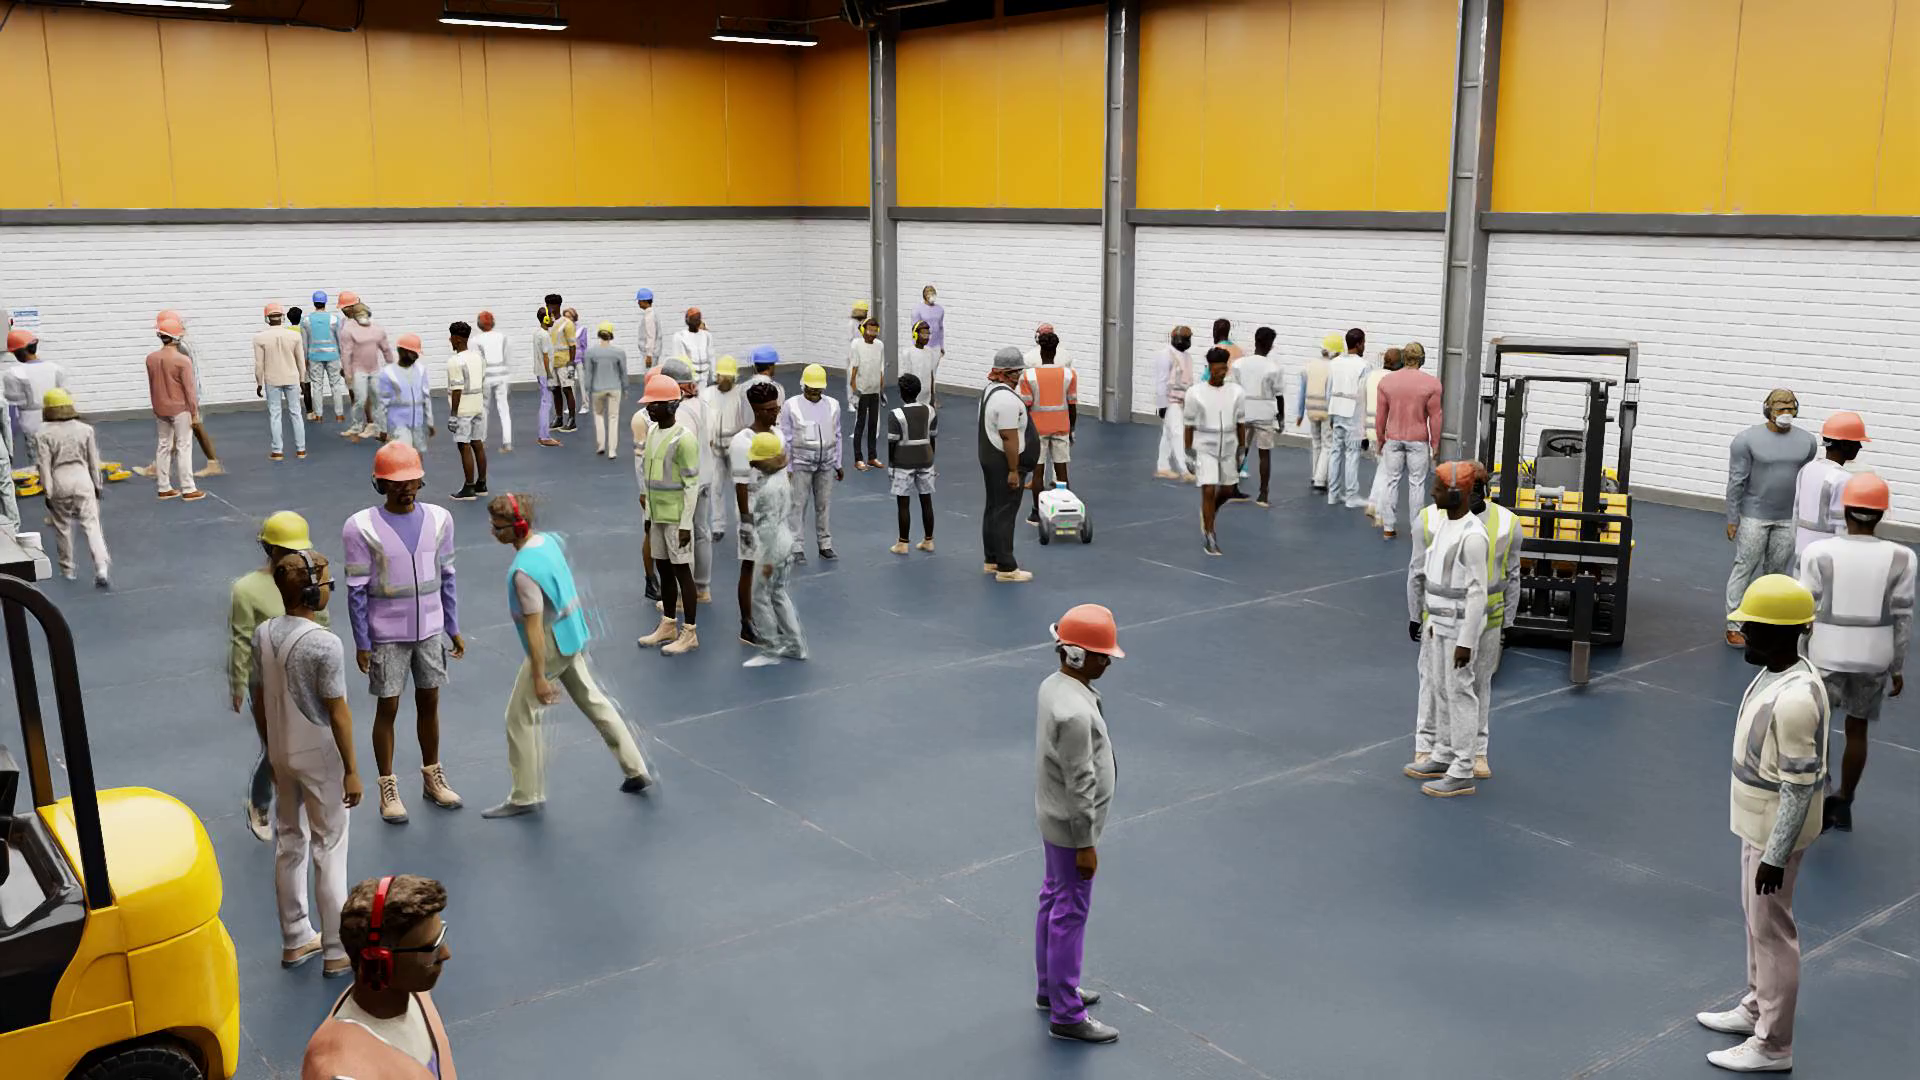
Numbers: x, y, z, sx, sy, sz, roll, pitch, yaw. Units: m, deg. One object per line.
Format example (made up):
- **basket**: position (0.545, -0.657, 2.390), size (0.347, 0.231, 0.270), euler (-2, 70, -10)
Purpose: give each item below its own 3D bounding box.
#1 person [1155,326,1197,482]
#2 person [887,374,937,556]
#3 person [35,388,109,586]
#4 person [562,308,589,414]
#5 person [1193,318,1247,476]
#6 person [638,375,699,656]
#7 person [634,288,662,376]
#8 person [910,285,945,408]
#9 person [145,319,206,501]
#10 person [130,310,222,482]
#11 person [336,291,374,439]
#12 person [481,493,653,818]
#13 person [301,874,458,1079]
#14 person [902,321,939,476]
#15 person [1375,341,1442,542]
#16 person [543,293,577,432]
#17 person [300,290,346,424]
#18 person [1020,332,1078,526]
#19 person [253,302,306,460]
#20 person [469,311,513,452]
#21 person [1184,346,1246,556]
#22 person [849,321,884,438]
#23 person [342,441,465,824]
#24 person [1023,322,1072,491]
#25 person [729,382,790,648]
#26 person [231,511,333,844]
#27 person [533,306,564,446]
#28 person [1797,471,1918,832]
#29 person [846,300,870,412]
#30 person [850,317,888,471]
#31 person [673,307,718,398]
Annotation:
- **person**: position (2.634, -1.586, 19.439), size (0.788, 1.810, 0.645), euler (8, 14, 34)
- **person**: position (-0.445, -0.698, 15.459), size (0.535, 1.694, 0.320), euler (-7, 14, -30)
- **person**: position (-7.610, -0.448, 14.261), size (0.481, 1.702, 0.885), euler (-11, 16, -42)
- **person**: position (-5.913, -2.739, 25.465), size (0.509, 1.628, 0.318), euler (4, 12, 17)
- **person**: position (3.082, -1.717, 19.982), size (1.029, 1.857, 0.598), euler (10, 15, 39)
- **person**: position (-2.130, -0.181, 12.105), size (0.373, 2.044, 0.606), euler (-10, 15, -40)
- **person**: position (-4.702, -2.833, 25.152), size (0.407, 1.945, 0.618), euler (-2, 12, -7)
- **person**: position (-0.491, -3.026, 26.098), size (0.629, 1.940, 0.376), euler (-9, 15, -38)
- **person**: position (-8.611, -1.423, 18.256), size (0.610, 1.985, 0.408), euler (4, 12, 18)
- **person**: position (-9.208, -1.674, 19.425), size (0.995, 1.993, 0.627), euler (-5, 13, -23)
- **person**: position (-8.317, -2.396, 22.826), size (0.605, 2.034, 0.390), euler (8, 14, 35)
- **person**: position (-2.116, 0.607, 8.966), size (0.874, 1.784, 0.604), euler (0, 12, 0)
- **person**: position (-1.317, 1.642, 3.816), size (0.389, 1.837, 0.560), euler (-1, 12, -2)
- **person**: position (-0.475, -1.657, 19.681), size (0.327, 1.862, 0.513), euler (11, 16, 42)
- **person**: position (4.320, -0.945, 16.045), size (0.635, 1.937, 0.354), euler (7, 14, 30)
- **person**: position (-5.665, -2.504, 23.513), size (0.610, 1.963, 0.366), euler (9, 15, 38)
- **person**: position (-9.326, -2.677, 24.388), size (0.605, 1.948, 0.391), euler (-4, 12, -18)
- **person**: position (0.889, -1.118, 16.817), size (0.603, 1.966, 0.368), euler (-2, 12, -9)
- **person**: position (-8.589, -2.003, 21.032), size (0.610, 1.990, 0.389), euler (-7, 14, -32)
- **person**: position (-6.128, -2.075, 21.770), size (0.560, 1.839, 0.963), euler (-8, 14, -33)
- **person**: position (2.387, -0.869, 15.682), size (0.619, 1.943, 0.833), euler (-2, 12, -11)
- **person**: position (-1.282, -2.208, 22.873), size (0.514, 1.640, 0.310), euler (5, 13, 22)
- **person**: position (-2.951, 0.481, 8.908), size (0.604, 2.044, 0.375), euler (-11, 16, -42)
- **person**: position (0.950, -1.513, 18.869), size (0.643, 1.910, 0.400), euler (-7, 14, -30)
- **person**: position (-1.470, -0.202, 12.389), size (0.374, 1.966, 0.607), euler (6, 13, 25)
- **person**: position (-3.430, 0.712, 8.494), size (0.370, 1.744, 0.540), euler (8, 14, 35)
- **person**: position (-5.530, -2.185, 22.241), size (0.321, 1.860, 0.516), euler (-5, 13, -22)
- **person**: position (4.593, 0.613, 8.589), size (0.550, 1.920, 0.620), euler (5, 13, 22)
- **person**: position (-1.575, -2.830, 25.688), size (0.500, 1.719, 0.577), euler (11, 16, 42)
- **person**: position (-1.101, -1.782, 20.276), size (0.521, 1.865, 0.327), euler (-10, 16, -41)
- **person**: position (-3.456, -2.110, 21.819), size (0.611, 1.877, 0.400), euler (-10, 15, -40)
